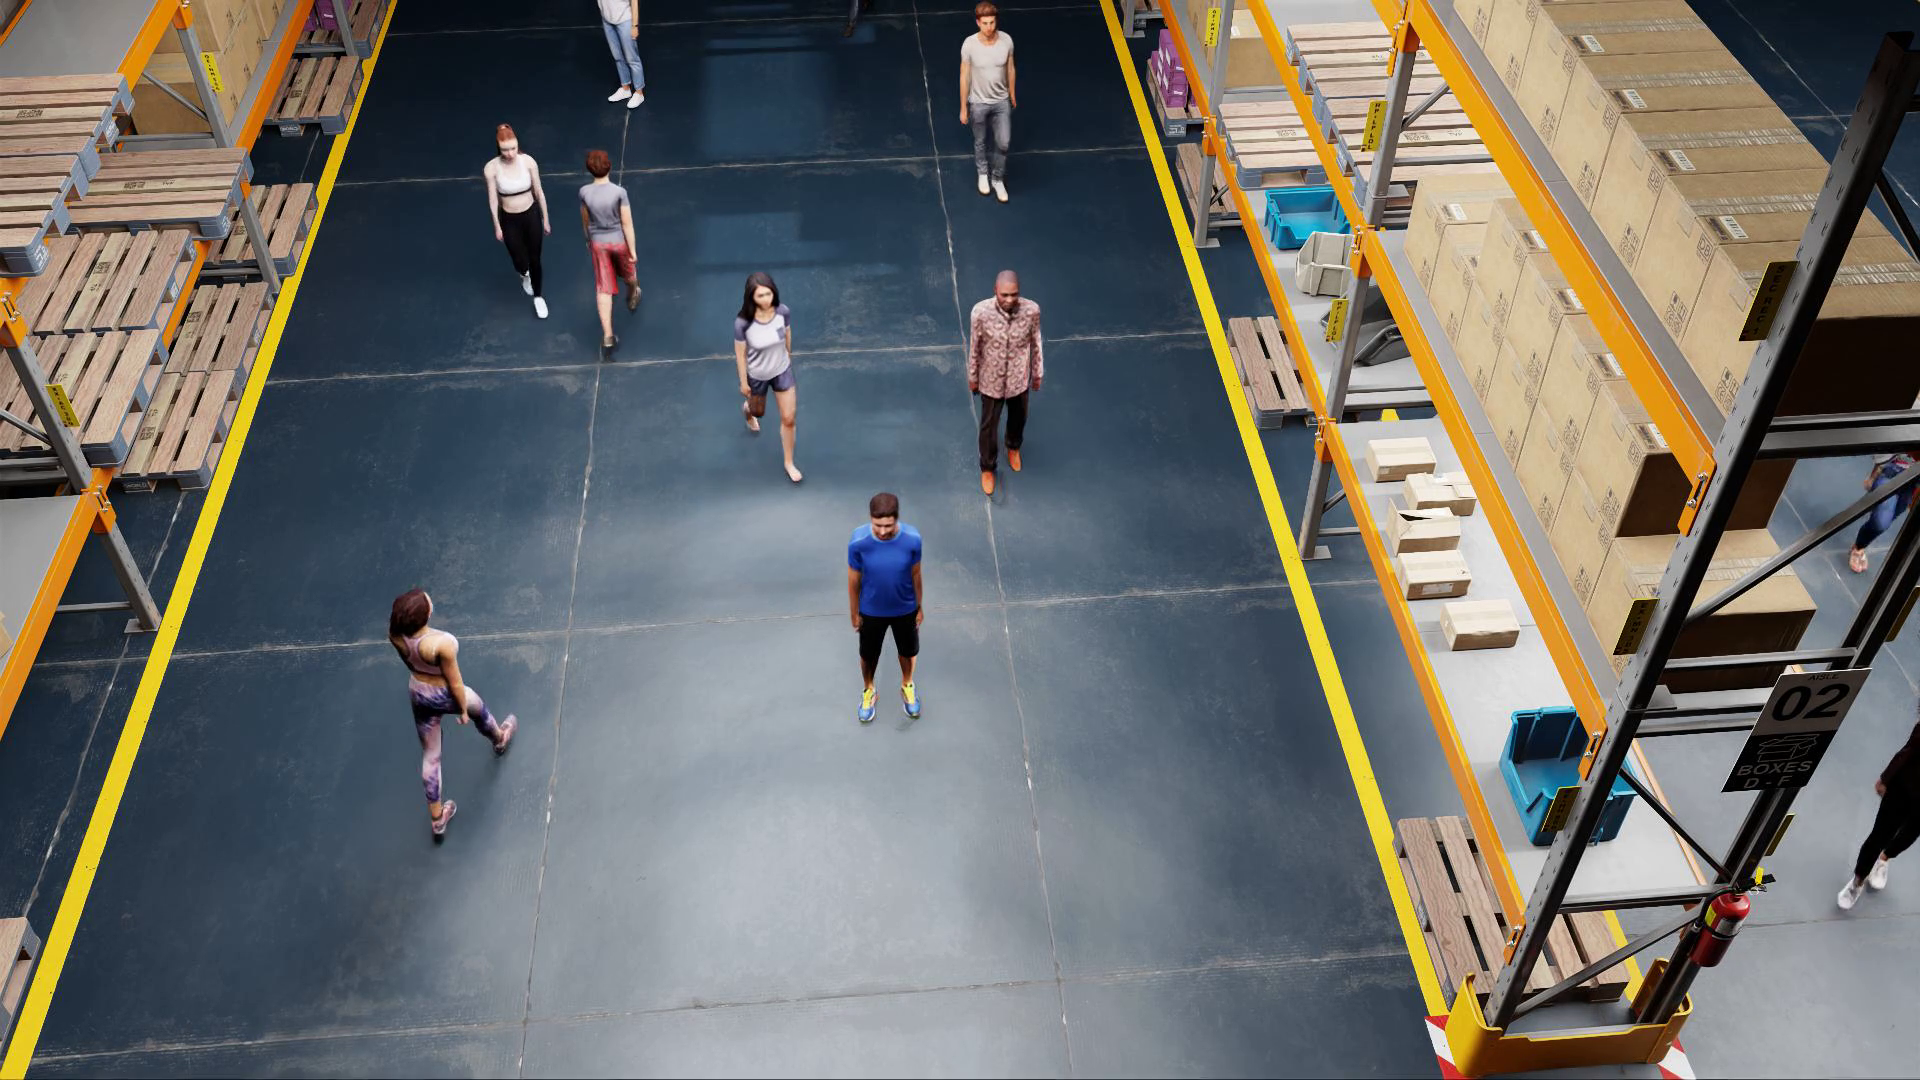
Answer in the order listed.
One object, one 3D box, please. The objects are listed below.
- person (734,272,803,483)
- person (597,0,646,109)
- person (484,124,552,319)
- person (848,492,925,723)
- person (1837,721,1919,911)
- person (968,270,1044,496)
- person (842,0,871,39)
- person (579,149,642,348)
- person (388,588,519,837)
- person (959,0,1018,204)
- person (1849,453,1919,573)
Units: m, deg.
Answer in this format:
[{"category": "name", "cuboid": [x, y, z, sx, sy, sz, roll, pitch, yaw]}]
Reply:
[{"category": "person", "cuboid": [-1.437, -1.273, 12.214, 0.880, 1.677, 1.131, -20, 47, -20]}, {"category": "person", "cuboid": [-3.299, -5.041, 16.134, 0.711, 1.726, 0.747, 25, 49, 24]}, {"category": "person", "cuboid": [-3.616, -2.638, 13.604, 0.724, 1.737, 0.806, -18, 46, -18]}, {"category": "person", "cuboid": [-0.445, 0.392, 10.330, 0.605, 1.865, 0.537, -4, 44, -4]}, {"category": "person", "cuboid": [5.465, 1.391, 9.413, 0.834, 1.684, 0.909, 22, 48, 21]}, {"category": "person", "cuboid": [0.326, -1.227, 12.062, 0.707, 1.822, 0.791, -6, 44, -6]}, {"category": "person", "cuboid": [-1.094, -6.225, 17.357, 1.004, 1.753, 1.194, 19, 47, 18]}, {"category": "person", "cuboid": [-2.829, -2.299, 13.337, 0.592, 1.614, 1.158, -2, 44, -3]}, {"category": "person", "cuboid": [-3.098, 1.010, 9.787, 0.828, 1.720, 1.244, 9, 44, 9]}, {"category": "person", "cuboid": [0.238, -3.987, 14.918, 0.728, 1.878, 0.735, -7, 44, -7]}, {"category": "person", "cuboid": [6.443, -0.476, 11.433, 0.670, 1.602, 0.652, 4, 44, 4]}]
